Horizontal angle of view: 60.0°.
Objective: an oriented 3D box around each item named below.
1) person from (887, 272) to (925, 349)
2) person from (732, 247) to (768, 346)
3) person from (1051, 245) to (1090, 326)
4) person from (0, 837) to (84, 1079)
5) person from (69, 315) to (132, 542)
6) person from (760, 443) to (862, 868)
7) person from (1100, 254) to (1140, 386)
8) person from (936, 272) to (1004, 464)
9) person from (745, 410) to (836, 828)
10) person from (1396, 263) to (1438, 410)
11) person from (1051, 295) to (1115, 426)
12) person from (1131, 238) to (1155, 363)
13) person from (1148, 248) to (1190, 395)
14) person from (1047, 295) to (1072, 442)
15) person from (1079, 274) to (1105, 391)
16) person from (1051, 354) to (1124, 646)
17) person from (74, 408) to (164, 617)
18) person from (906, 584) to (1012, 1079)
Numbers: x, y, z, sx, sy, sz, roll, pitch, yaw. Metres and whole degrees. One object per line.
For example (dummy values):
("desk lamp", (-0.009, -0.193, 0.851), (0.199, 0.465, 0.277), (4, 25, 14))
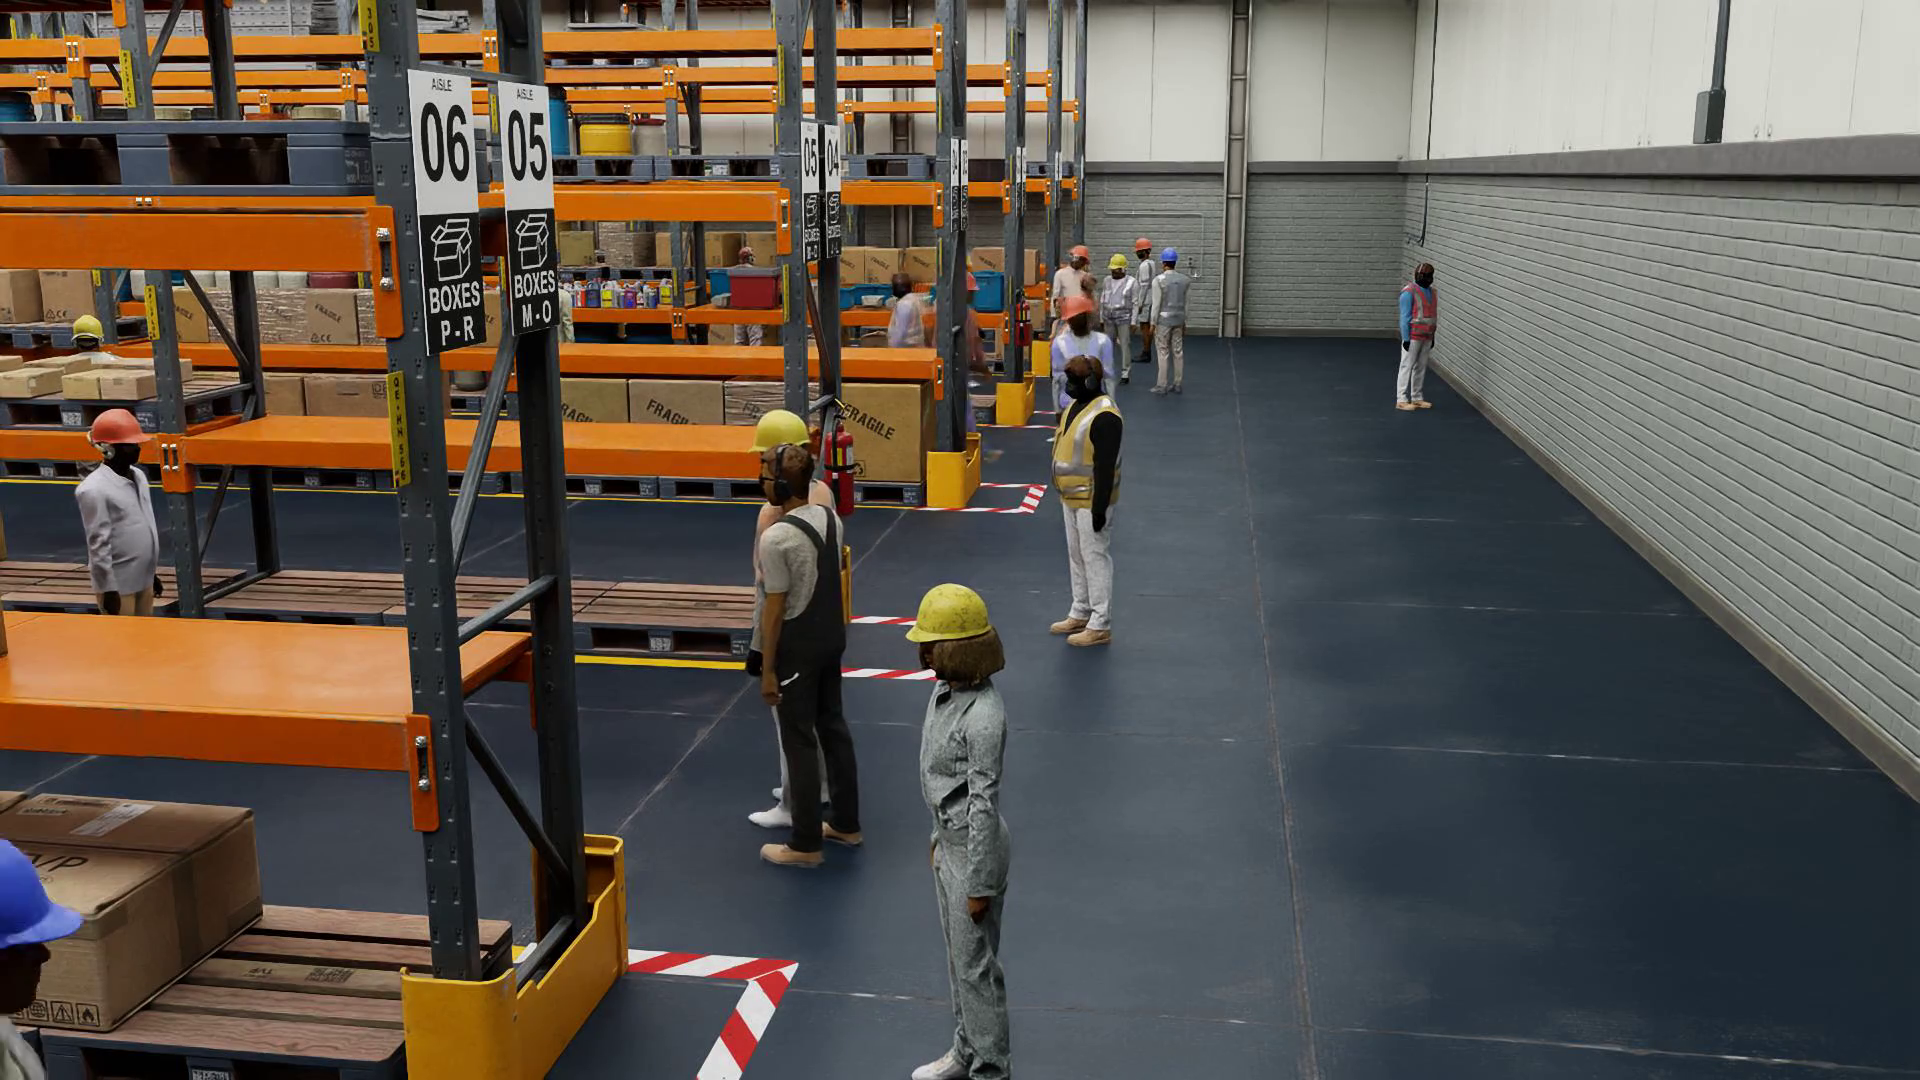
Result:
("person", (-0.632, -2.143, 19.057), (0.451, 1.823, 0.624), (1, 13, 3))
("person", (-2.979, -3.166, 23.470), (0.643, 1.909, 0.409), (6, 14, 24))
("person", (1.552, -3.075, 22.988), (0.682, 1.945, 0.504), (-7, 14, -27))
("person", (-1.684, 1.415, 2.768), (0.837, 1.919, 0.612), (-4, 13, -17))
("person", (-6.889, -0.879, 13.315), (0.590, 1.833, 0.404), (-6, 14, -26))
("person", (-0.676, 0.493, 7.142), (0.365, 1.834, 0.522), (8, 15, 31))
("person", (2.201, -3.068, 23.219), (0.587, 1.822, 0.403), (8, 15, 31))
("person", (0.045, -1.758, 17.004), (1.008, 1.942, 0.626), (5, 14, 22))
("person", (-0.773, 0.369, 7.505), (0.394, 1.917, 0.589), (4, 13, 19))
("person", (5.749, -2.544, 20.842), (0.624, 1.835, 0.431), (-10, 16, -38))
("person", (1.085, -1.225, 14.749), (0.584, 1.894, 0.799), (0, 12, 0))
("person", (2.866, -3.740, 25.990), (0.353, 1.939, 0.544), (4, 13, 15))
("person", (2.786, -2.918, 22.257), (0.617, 1.946, 0.397), (-8, 15, -31))
("person", (1.152, -1.849, 18.155), (0.315, 1.631, 0.518), (-6, 14, -27))
("person", (1.761, -2.772, 22.397), (0.692, 1.598, 0.566), (11, 16, 40))
("person", (0.793, -0.257, 10.514), (0.429, 1.836, 0.632), (-4, 13, -16))
("person", (-4.333, 0.185, 8.689), (0.333, 1.753, 0.562), (0, 12, 0))
("person", (-0.008, 0.978, 5.164), (0.319, 1.737, 0.486), (-3, 13, -13))
